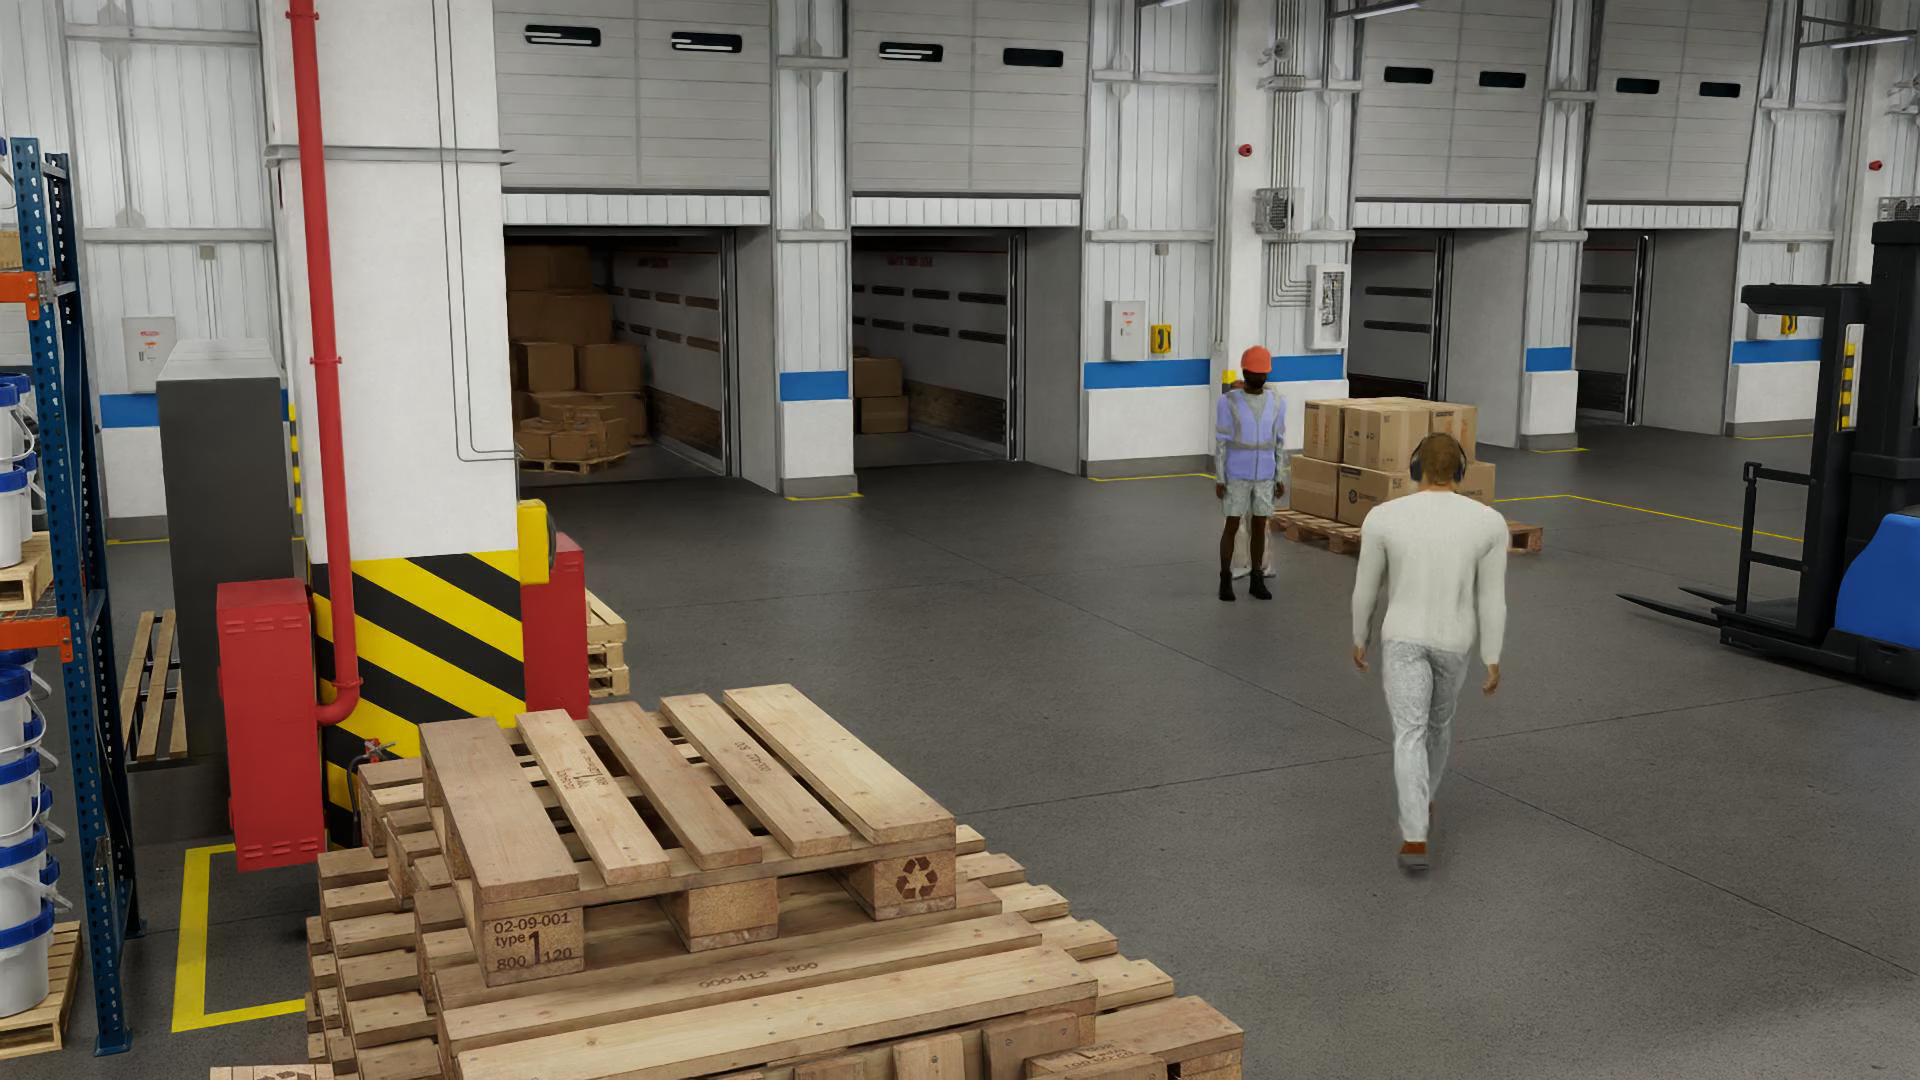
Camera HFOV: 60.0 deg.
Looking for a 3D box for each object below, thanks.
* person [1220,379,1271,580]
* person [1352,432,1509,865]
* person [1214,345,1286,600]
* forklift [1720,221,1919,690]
[{"bbox_3d":[2.260,-0.467,13.239,0.582,1.622,0.509,0,10,0],"label":"person"},{"bbox_3d":[2.086,0.458,7.431,0.645,1.887,1.062,1,10,7],"label":"person"},{"bbox_3d":[2.194,-0.498,12.540,0.551,1.932,0.378,-2,10,-10],"label":"person"},{"bbox_3d":[5.949,-0.550,10.218,1.129,2.768,1.873,-4,11,-23],"label":"forklift"}]
